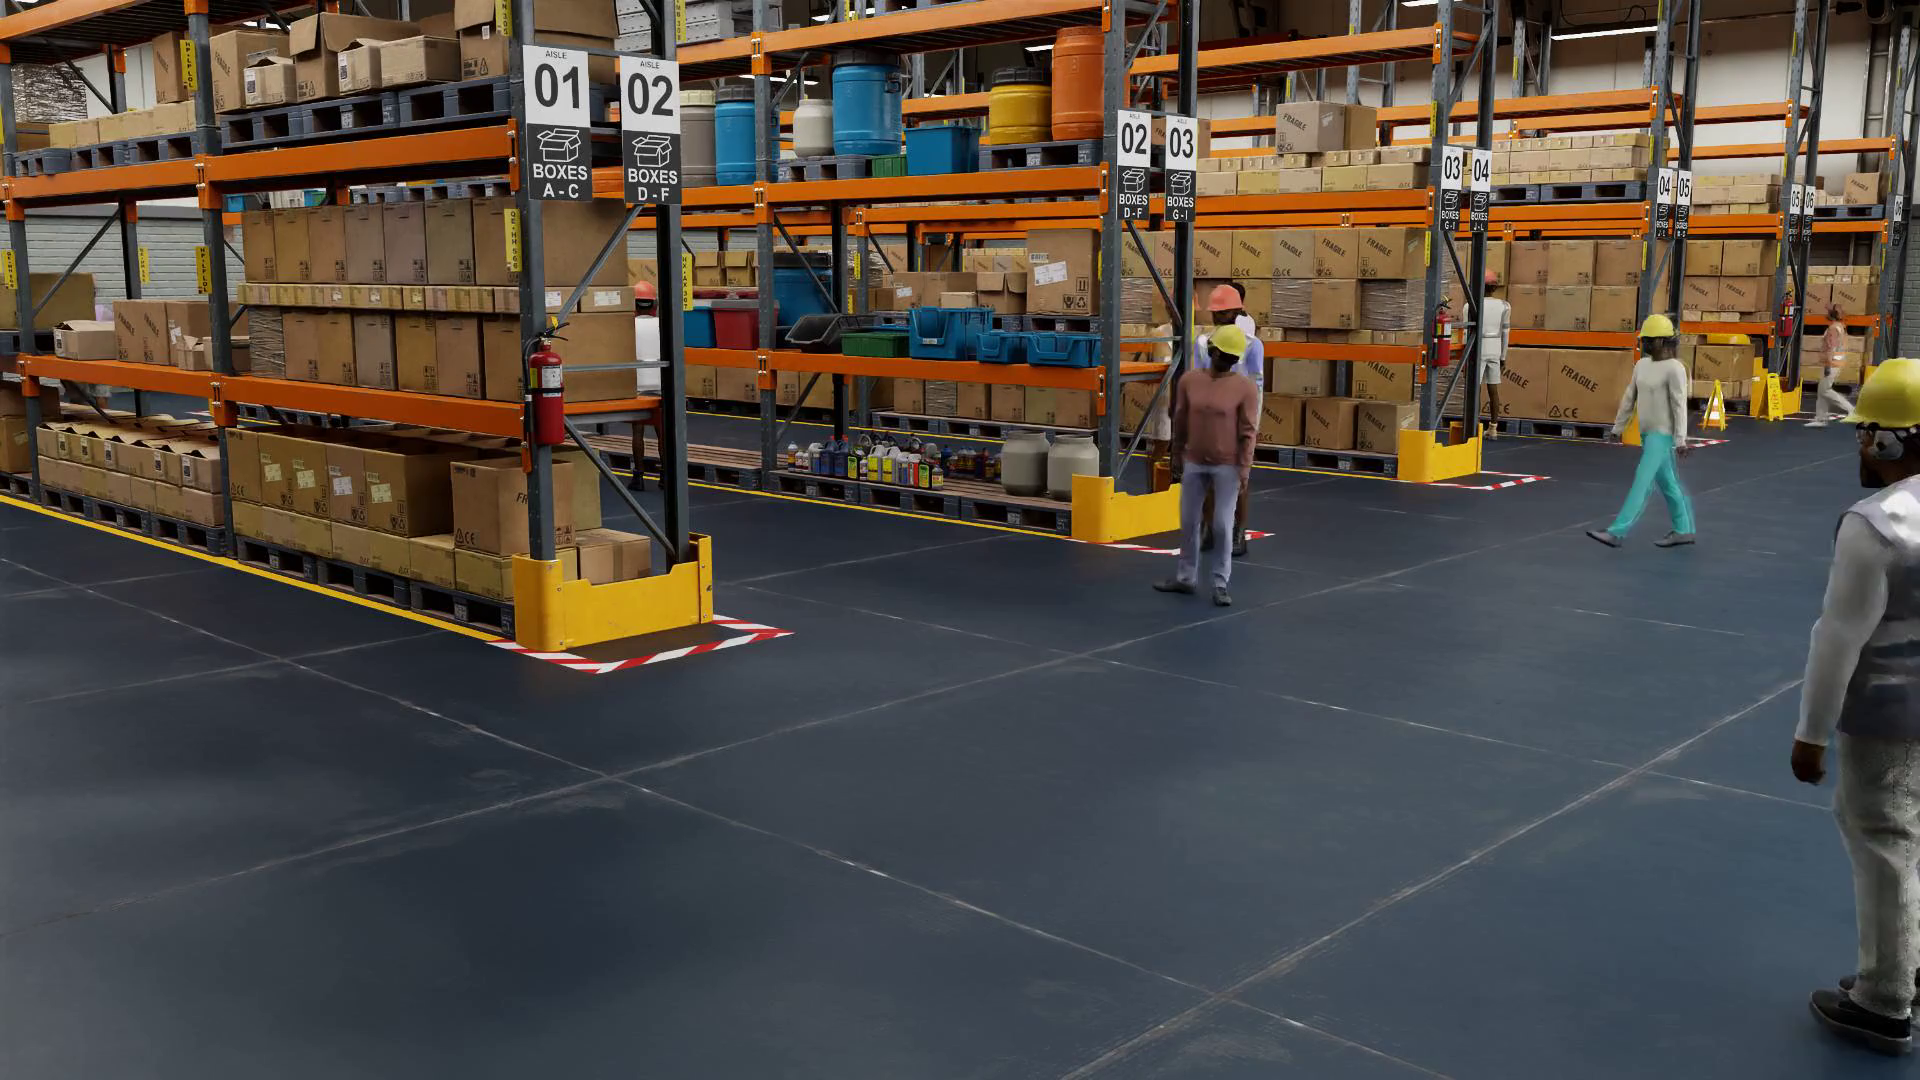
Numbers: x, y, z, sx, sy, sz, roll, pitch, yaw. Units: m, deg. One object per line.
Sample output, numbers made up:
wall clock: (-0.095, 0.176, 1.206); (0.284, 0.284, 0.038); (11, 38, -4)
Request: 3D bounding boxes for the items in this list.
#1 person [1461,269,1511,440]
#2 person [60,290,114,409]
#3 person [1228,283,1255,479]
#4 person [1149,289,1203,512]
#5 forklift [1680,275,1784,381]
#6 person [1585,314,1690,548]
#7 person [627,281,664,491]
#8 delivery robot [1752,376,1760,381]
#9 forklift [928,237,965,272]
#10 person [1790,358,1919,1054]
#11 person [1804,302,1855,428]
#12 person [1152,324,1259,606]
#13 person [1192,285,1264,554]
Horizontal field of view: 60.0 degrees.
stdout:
person: (6.290, -2.224, 19.997); (0.607, 2.048, 0.369); (-2, 9, -13)
person: (-9.517, -1.888, 18.079); (1.043, 1.993, 0.636); (9, 13, 44)
person: (2.674, -1.522, 16.094); (0.372, 1.915, 0.599); (5, 10, 26)
person: (1.864, -1.156, 13.853); (0.546, 1.905, 0.757); (-7, 12, -39)
forklift: (12.480, -3.427, 27.053); (1.214, 2.155, 2.313); (9, 13, 43)
person: (5.022, -0.780, 12.169); (0.943, 1.715, 0.533); (-1, 9, -8)
person: (-2.930, -1.440, 15.525); (0.552, 1.937, 0.356); (-4, 10, -24)
delivery robot: (11.858, -2.401, 25.489); (0.707, 0.478, 0.477); (5, 10, 27)
forklift: (-0.326, -5.817, 39.609); (1.129, 2.768, 1.873); (9, 13, 43)
person: (2.439, 0.435, 4.386); (0.623, 1.816, 0.459); (-5, 11, -30)
person: (11.241, -2.236, 21.360); (0.554, 1.620, 0.526); (6, 11, 32)
person: (1.506, -0.462, 10.193); (0.671, 1.720, 0.434); (6, 11, 31)
person: (1.898, -0.866, 12.005); (0.551, 1.935, 0.370); (6, 11, 32)
